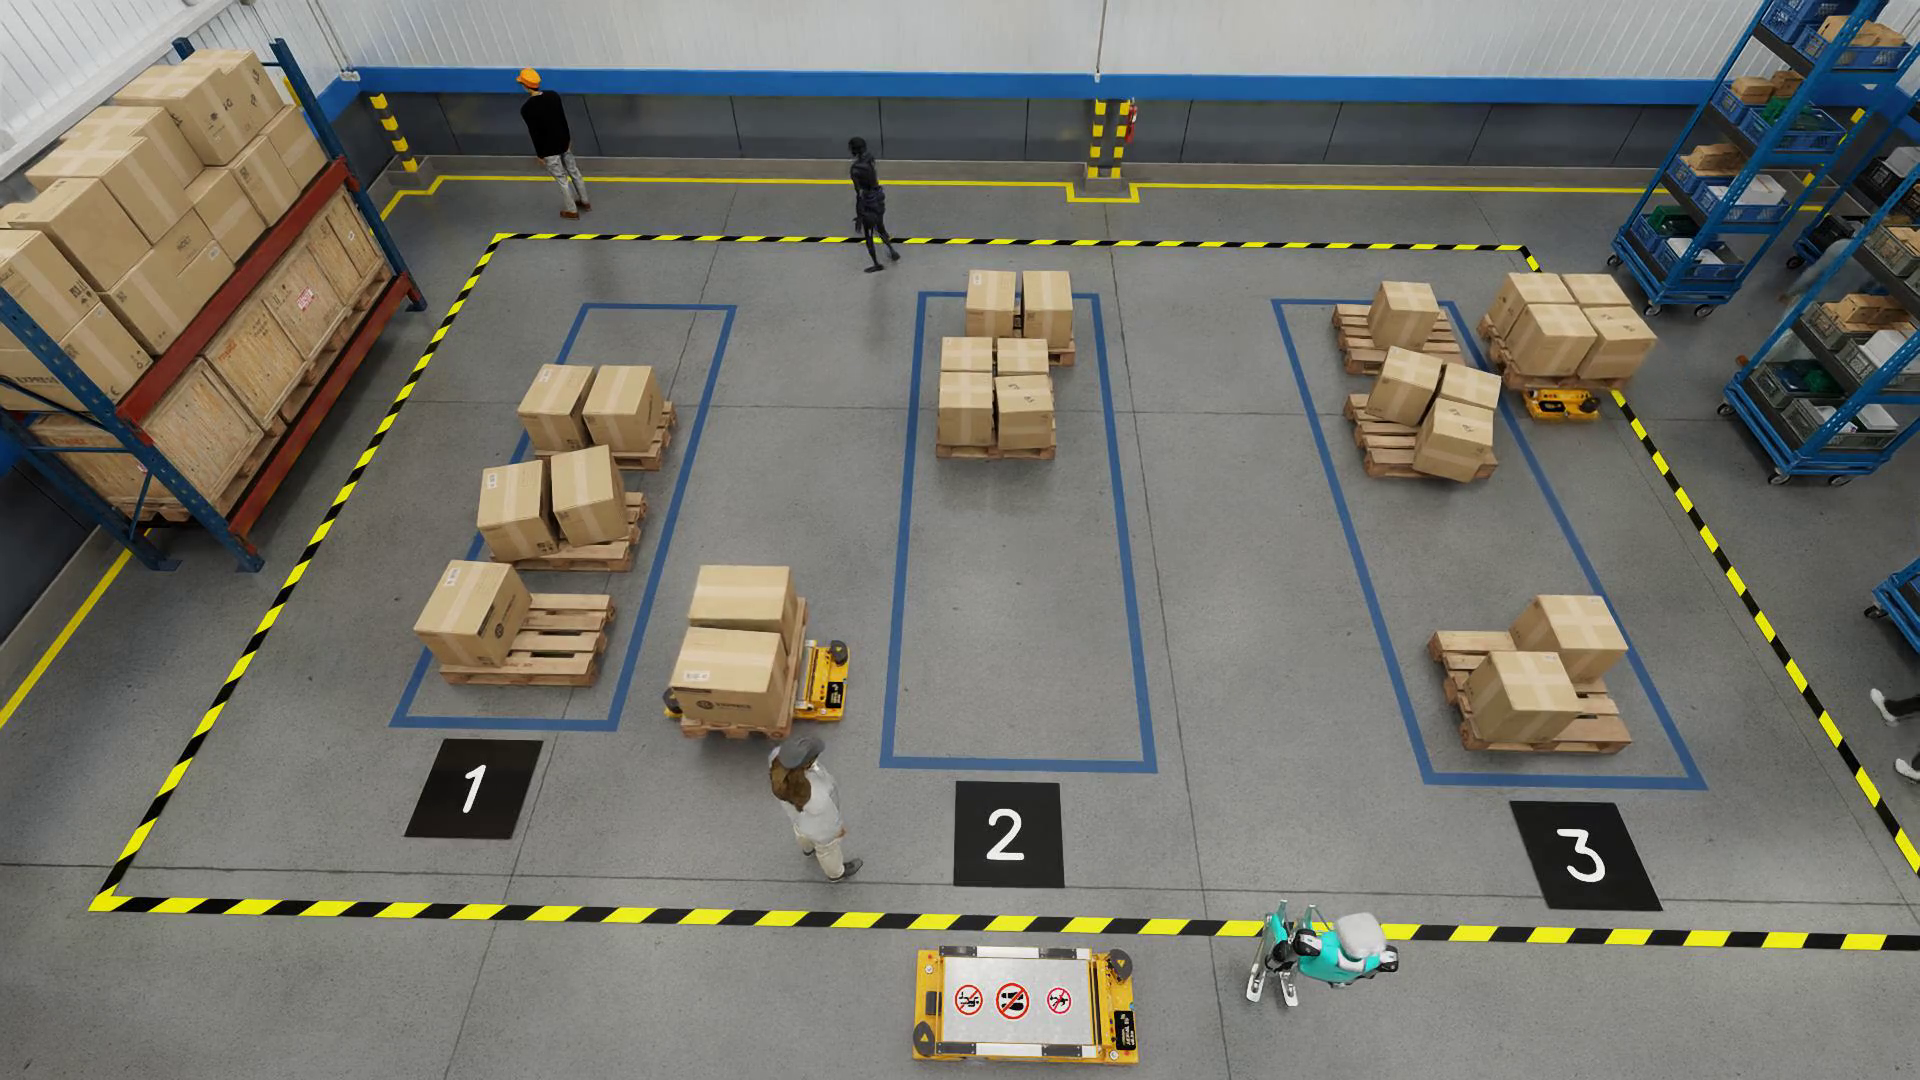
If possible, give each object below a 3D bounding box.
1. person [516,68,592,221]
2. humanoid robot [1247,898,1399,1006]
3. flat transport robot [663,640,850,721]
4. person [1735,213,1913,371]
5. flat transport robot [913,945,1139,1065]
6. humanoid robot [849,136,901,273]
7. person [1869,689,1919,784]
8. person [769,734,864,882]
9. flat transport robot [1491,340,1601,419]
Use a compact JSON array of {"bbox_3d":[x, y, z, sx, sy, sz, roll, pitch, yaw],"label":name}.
[{"bbox_3d":[-5.077,-4.925,11.459,0.361,1.884,0.586,22,54,17],"label":"person"},{"bbox_3d":[2.111,2.379,5.512,0.533,1.677,0.735,9,51,7],"label":"humanoid robot"},{"bbox_3d":[-1.654,1.138,7.540,1.431,0.197,0.652,1,51,1],"label":"flat transport robot"},{"bbox_3d":[8.883,-2.445,9.423,0.707,1.914,0.472,12,52,9],"label":"person"},{"bbox_3d":[0.422,3.041,6.007,1.431,0.231,0.659,1,51,1],"label":"flat transport robot"},{"bbox_3d":[-1.011,-3.925,10.783,0.479,1.645,0.610,15,52,12],"label":"humanoid robot"},{"bbox_3d":[7.444,1.052,6.629,0.597,1.820,0.890,8,51,6],"label":"person"},{"bbox_3d":[-0.981,1.790,6.058,0.398,1.769,0.560,-38,60,-26],"label":"person"},{"bbox_3d":[6.362,-1.888,10.007,0.652,0.197,1.431,1,51,1],"label":"flat transport robot"}]
